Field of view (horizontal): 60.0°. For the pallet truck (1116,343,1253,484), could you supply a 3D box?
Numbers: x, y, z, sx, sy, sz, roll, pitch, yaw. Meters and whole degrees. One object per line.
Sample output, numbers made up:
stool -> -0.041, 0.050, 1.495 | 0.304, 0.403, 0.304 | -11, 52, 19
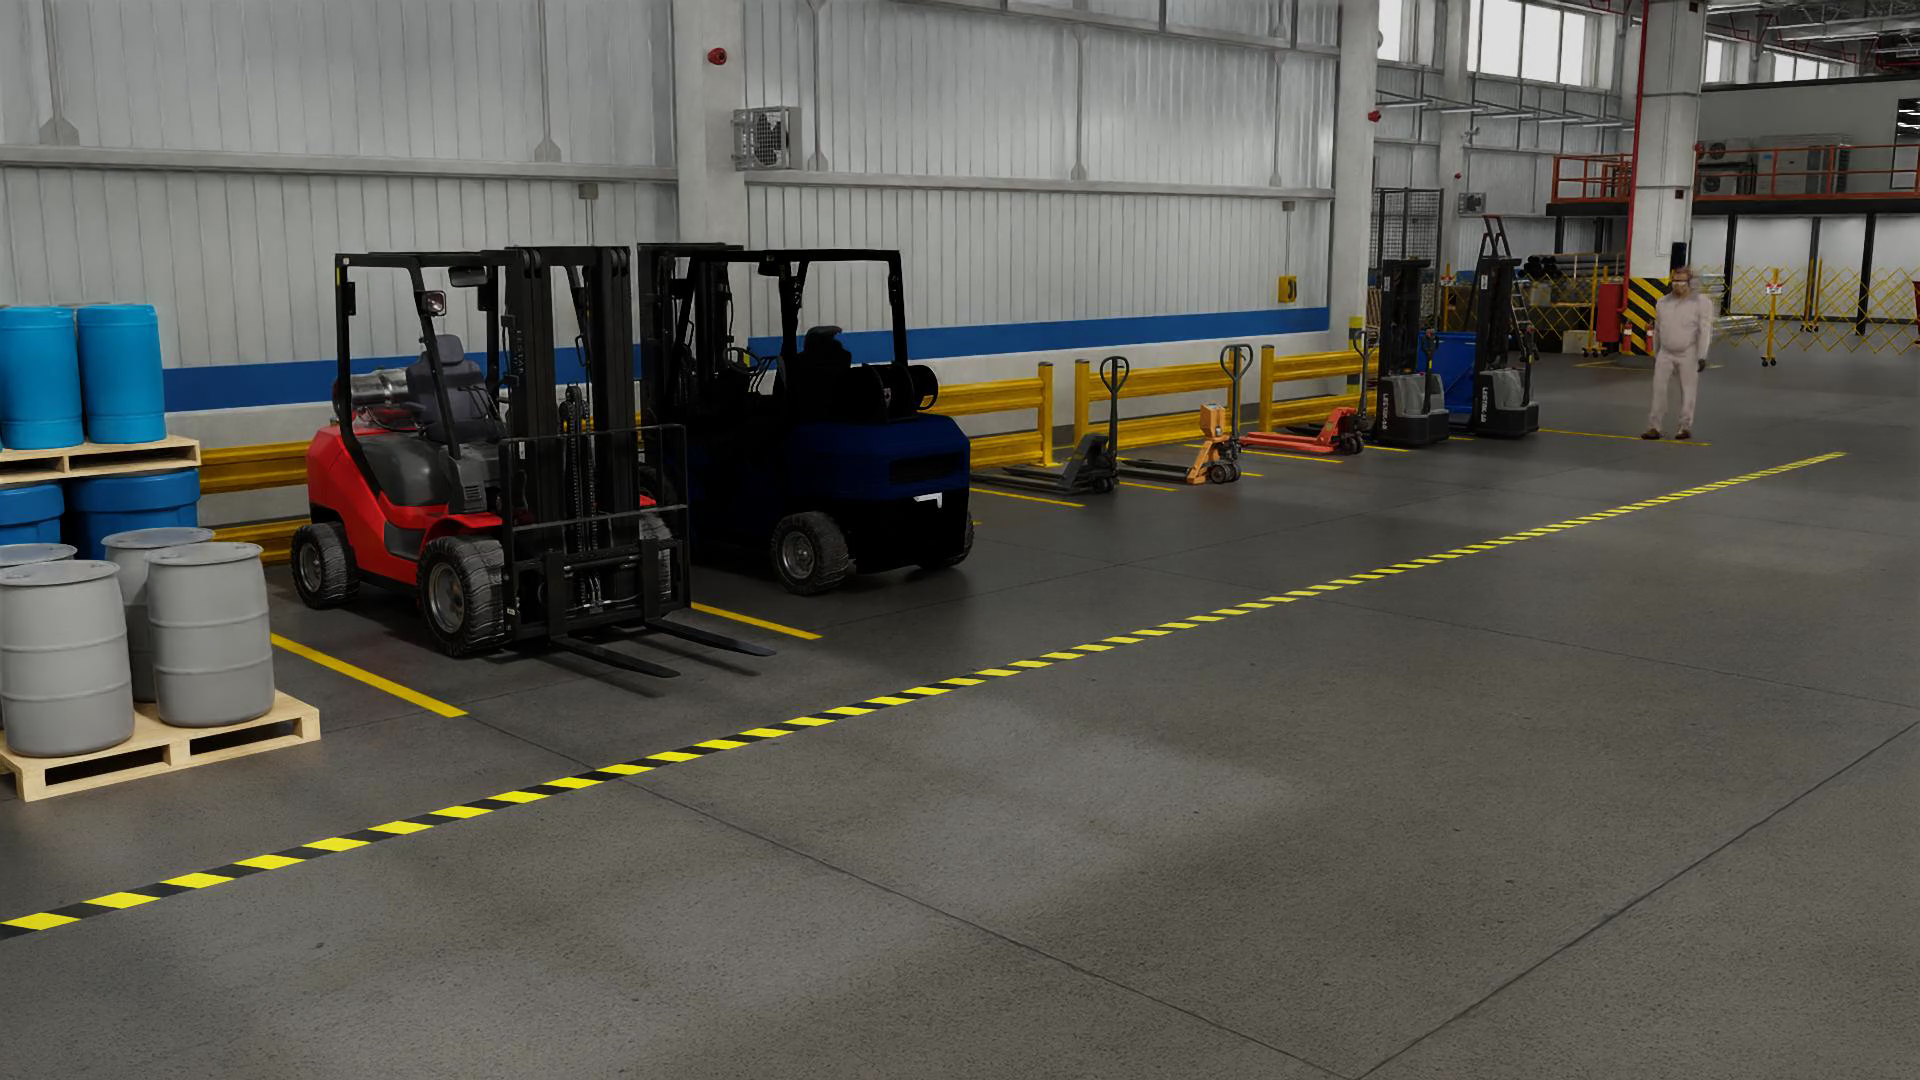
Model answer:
pallet truck -> 1.962, -1.215, 15.415 | 1.522, 1.261, 0.704 | 10, 14, 43

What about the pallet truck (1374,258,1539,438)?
pallet truck -> 5.704, -2.208, 18.901 | 1.885, 1.965, 0.823 | 10, 14, 43

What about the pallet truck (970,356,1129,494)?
pallet truck -> 0.784, -1.085, 14.876 | 0.680, 1.201, 1.601 | -10, 14, -44

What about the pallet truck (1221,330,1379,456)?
pallet truck -> 3.563, -1.581, 17.381 | 0.653, 1.274, 1.630 | -10, 14, -44

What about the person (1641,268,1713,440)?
person -> 7.819, -2.012, 18.157 | 0.667, 1.868, 0.885 | 9, 14, 42

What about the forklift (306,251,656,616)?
forklift -> -2.833, -0.669, 9.694 | 1.157, 1.987, 2.680 | -10, 14, -44

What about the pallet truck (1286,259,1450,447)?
pallet truck -> 4.493, -2.078, 18.196 | 0.823, 1.965, 1.885 | -9, 14, -40

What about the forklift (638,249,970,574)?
forklift -> -1.173, -0.958, 11.239 | 2.680, 1.987, 1.157 | 10, 14, 43
